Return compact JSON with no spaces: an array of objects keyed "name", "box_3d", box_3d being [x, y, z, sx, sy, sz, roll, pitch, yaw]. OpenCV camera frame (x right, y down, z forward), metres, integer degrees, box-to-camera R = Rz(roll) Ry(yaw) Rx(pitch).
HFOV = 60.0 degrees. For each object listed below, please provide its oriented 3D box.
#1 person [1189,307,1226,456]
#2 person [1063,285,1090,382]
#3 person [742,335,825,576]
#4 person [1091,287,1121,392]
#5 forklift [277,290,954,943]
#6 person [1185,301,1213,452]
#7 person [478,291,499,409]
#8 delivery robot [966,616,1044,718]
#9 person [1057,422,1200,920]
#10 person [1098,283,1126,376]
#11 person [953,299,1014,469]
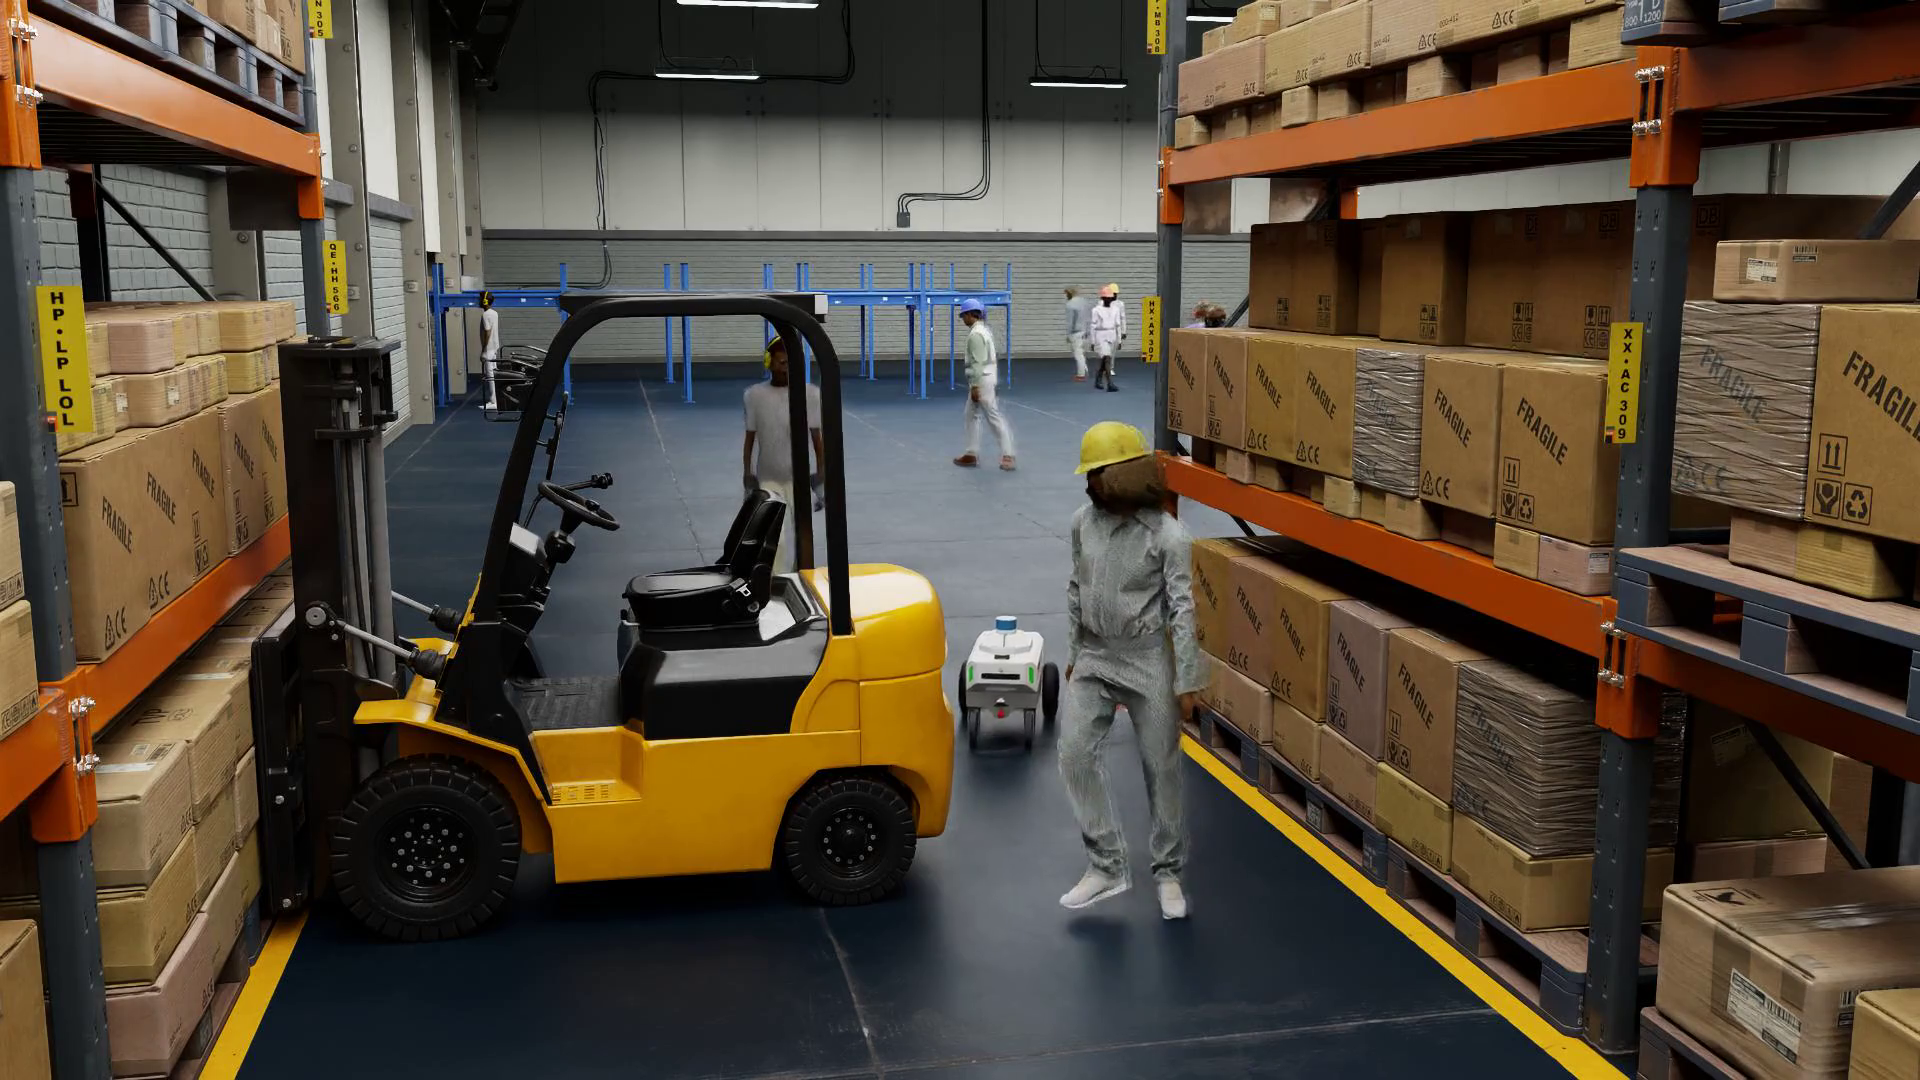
[{"name":"person","box_3d":[2.777,-1.591,17.944,0.633,1.815,0.789,-6,11,-34]},{"name":"person","box_3d":[2.288,-4.084,32.890,0.482,1.895,0.695,5,11,30]},{"name":"person","box_3d":[-1.103,-0.375,10.424,0.542,1.844,0.505,0,9,-2]},{"name":"person","box_3d":[2.676,-3.692,30.512,0.556,1.896,0.970,-4,10,-24]},{"name":"forklift","box_3d":[-1.179,0.175,6.143,2.313,2.155,1.214,-2,10,-12]},{"name":"person","box_3d":[2.979,-1.989,20.272,0.567,1.841,0.375,-2,10,-13]},{"name":"person","box_3d":[-7.530,-3.033,26.540,0.328,1.877,0.513,0,9,2]},{"name":"delivery robot","box_3d":[0.226,0.616,8.142,0.477,0.478,0.707,1,9,6]},{"name":"person","box_3d":[0.571,0.456,5.734,0.574,1.718,0.497,7,12,36]},{"name":"person","box_3d":[3.167,-4.360,34.505,0.623,1.908,0.529,-3,10,-18]},{"name":"person","box_3d":[0.292,-1.758,18.746,0.719,1.900,0.655,0,9,3]}]
